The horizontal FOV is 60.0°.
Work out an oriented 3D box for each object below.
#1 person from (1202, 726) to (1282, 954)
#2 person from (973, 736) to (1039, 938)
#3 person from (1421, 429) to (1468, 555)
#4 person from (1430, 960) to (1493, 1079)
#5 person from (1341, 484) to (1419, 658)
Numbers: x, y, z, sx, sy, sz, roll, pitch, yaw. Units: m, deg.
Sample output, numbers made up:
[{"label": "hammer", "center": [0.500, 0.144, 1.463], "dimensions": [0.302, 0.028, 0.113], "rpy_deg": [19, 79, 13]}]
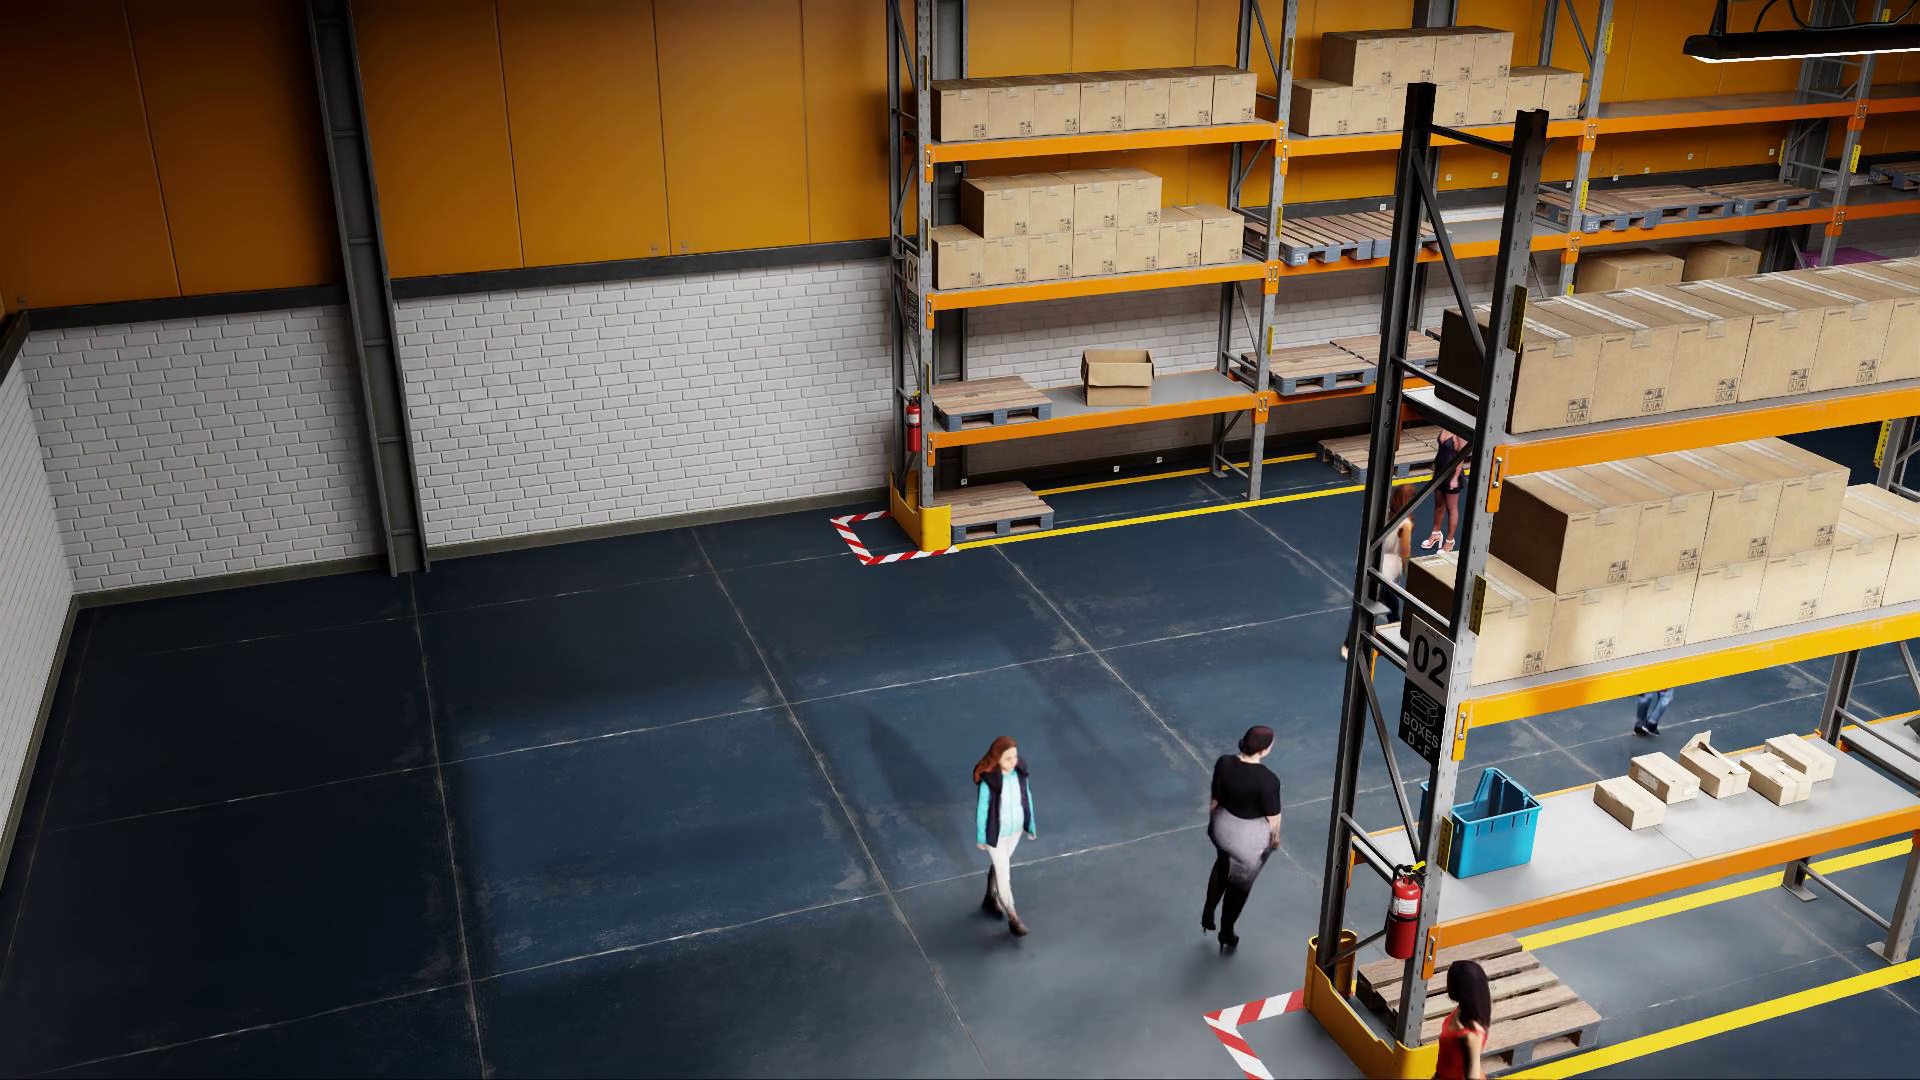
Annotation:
[{"label": "person", "center": [1.857, 2.074, 11.281], "dimensions": [0.779, 1.733, 0.801], "rpy_deg": [19, 30, 37]}, {"label": "person", "center": [0.255, 2.008, 11.742], "dimensions": [0.842, 1.485, 0.796], "rpy_deg": [-18, 29, -35]}, {"label": "person", "center": [5.150, -0.683, 17.519], "dimensions": [0.544, 1.788, 0.560], "rpy_deg": [-8, 25, -17]}, {"label": "person", "center": [2.818, 3.045, 9.105], "dimensions": [1.137, 1.697, 0.959], "rpy_deg": [5, 24, 11]}, {"label": "person", "center": [3.806, 0.330, 15.268], "dimensions": [1.098, 1.735, 0.783], "rpy_deg": [-1, 24, -3]}]
